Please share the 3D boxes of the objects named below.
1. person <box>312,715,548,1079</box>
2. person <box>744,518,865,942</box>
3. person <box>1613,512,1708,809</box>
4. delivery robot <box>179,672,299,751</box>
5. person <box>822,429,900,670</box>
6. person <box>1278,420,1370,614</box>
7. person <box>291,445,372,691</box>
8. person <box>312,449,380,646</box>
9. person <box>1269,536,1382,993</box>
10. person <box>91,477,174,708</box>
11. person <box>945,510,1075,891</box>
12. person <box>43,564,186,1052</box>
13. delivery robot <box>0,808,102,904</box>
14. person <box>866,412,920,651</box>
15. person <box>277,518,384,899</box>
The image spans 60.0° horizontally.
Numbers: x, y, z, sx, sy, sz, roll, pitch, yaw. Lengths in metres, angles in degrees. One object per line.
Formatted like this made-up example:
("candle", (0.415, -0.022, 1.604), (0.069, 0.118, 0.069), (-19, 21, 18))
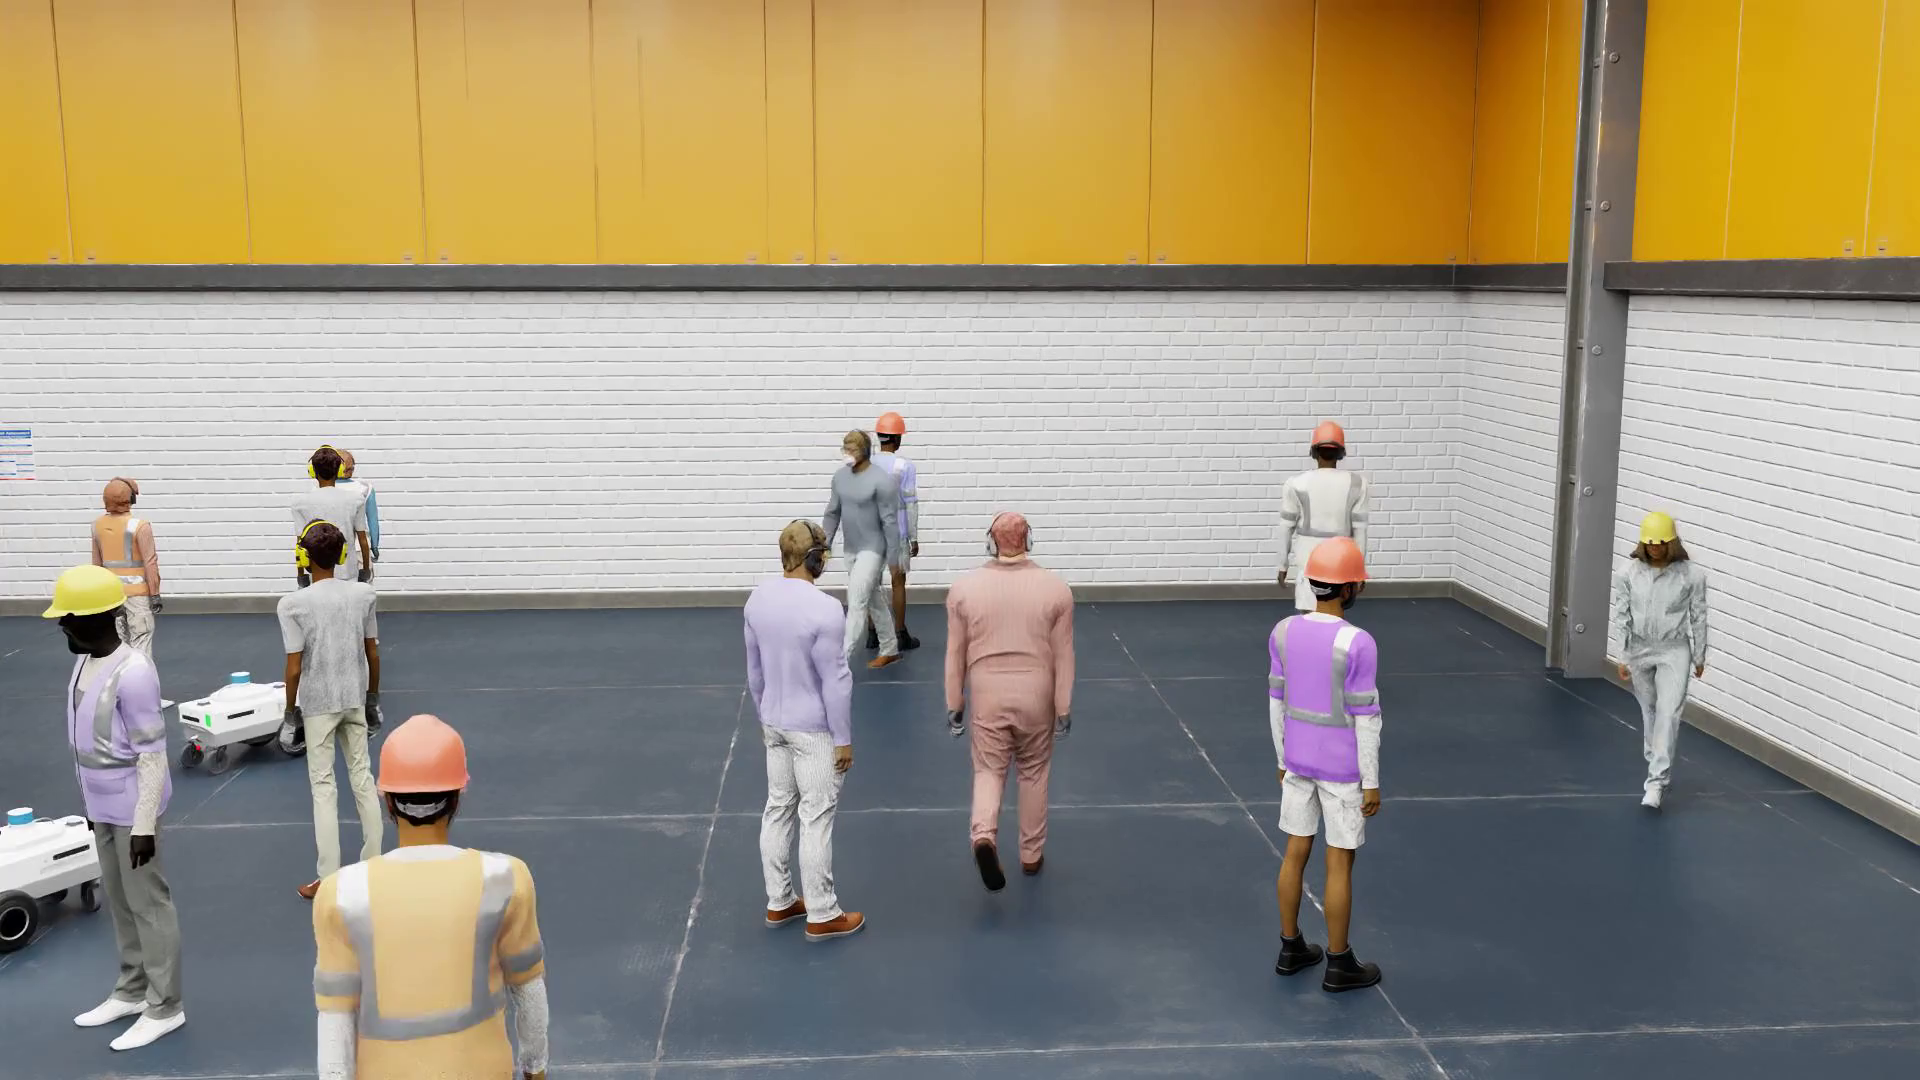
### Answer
("person", (-1.385, 1.392, 4.419), (0.568, 1.893, 0.943), (-3, 9, -17))
("person", (-0.717, 0.862, 7.626), (0.628, 1.939, 0.373), (8, 12, 42))
("person", (3.992, 0.675, 9.545), (0.485, 1.687, 0.838), (7, 11, 36))
("delivery robot", (-4.471, 1.068, 10.370), (0.477, 0.478, 0.707), (6, 11, 33))
("person", (-0.797, 0.112, 12.515), (1.028, 1.880, 0.648), (-8, 12, -41))
("person", (2.595, 0.153, 11.879), (0.618, 2.011, 0.985), (1, 9, 6))
("person", (-4.340, 0.275, 11.531), (0.509, 1.870, 0.328), (-5, 10, -28))
("person", (-4.945, 0.087, 13.425), (0.512, 1.641, 0.307), (-4, 10, -23))
("person", (1.570, 0.946, 7.095), (0.361, 1.940, 0.543), (-7, 12, -39))
("person", (-5.782, 0.380, 11.566), (0.522, 1.645, 0.305), (3, 9, 17))
("person", (0.239, 0.802, 8.220), (0.645, 1.882, 0.741), (1, 9, 7))
("person", (-3.317, 1.040, 6.550), (0.589, 1.924, 0.383), (9, 12, 43))
("delivery robot", (-4.343, 1.489, 7.726), (0.477, 0.478, 0.707), (5, 10, 28))
("person", (-0.570, -0.070, 13.484), (0.551, 1.934, 0.373), (4, 10, 26))
("person", (-3.052, 0.825, 8.071), (0.329, 1.872, 0.511), (8, 12, 40))
